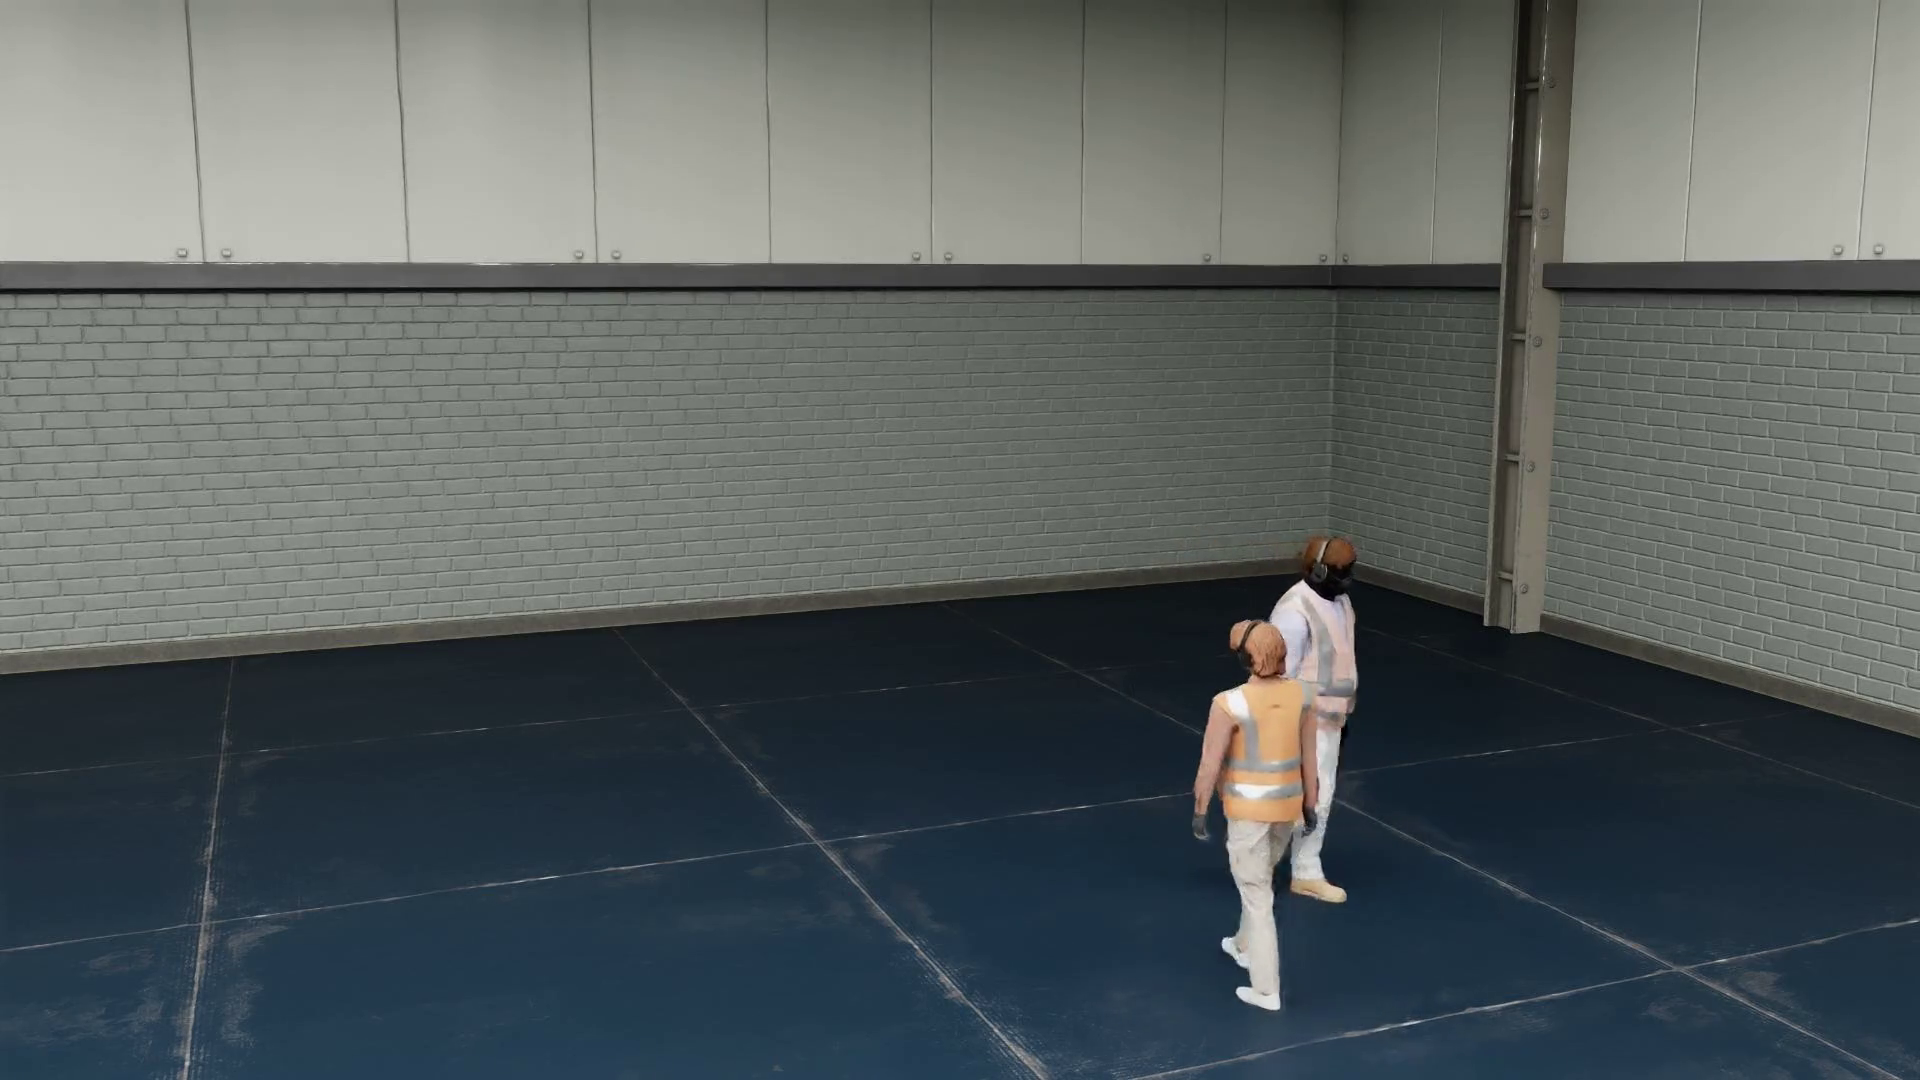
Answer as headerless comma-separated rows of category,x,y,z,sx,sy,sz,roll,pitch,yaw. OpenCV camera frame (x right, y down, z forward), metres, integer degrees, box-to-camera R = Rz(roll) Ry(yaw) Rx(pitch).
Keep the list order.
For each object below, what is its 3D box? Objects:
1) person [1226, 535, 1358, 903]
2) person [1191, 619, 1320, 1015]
person,1.651,0.861,8.008,0.509,1.822,0.639,6,11,32
person,1.195,1.121,7.018,0.535,1.609,0.723,-4,10,-26
